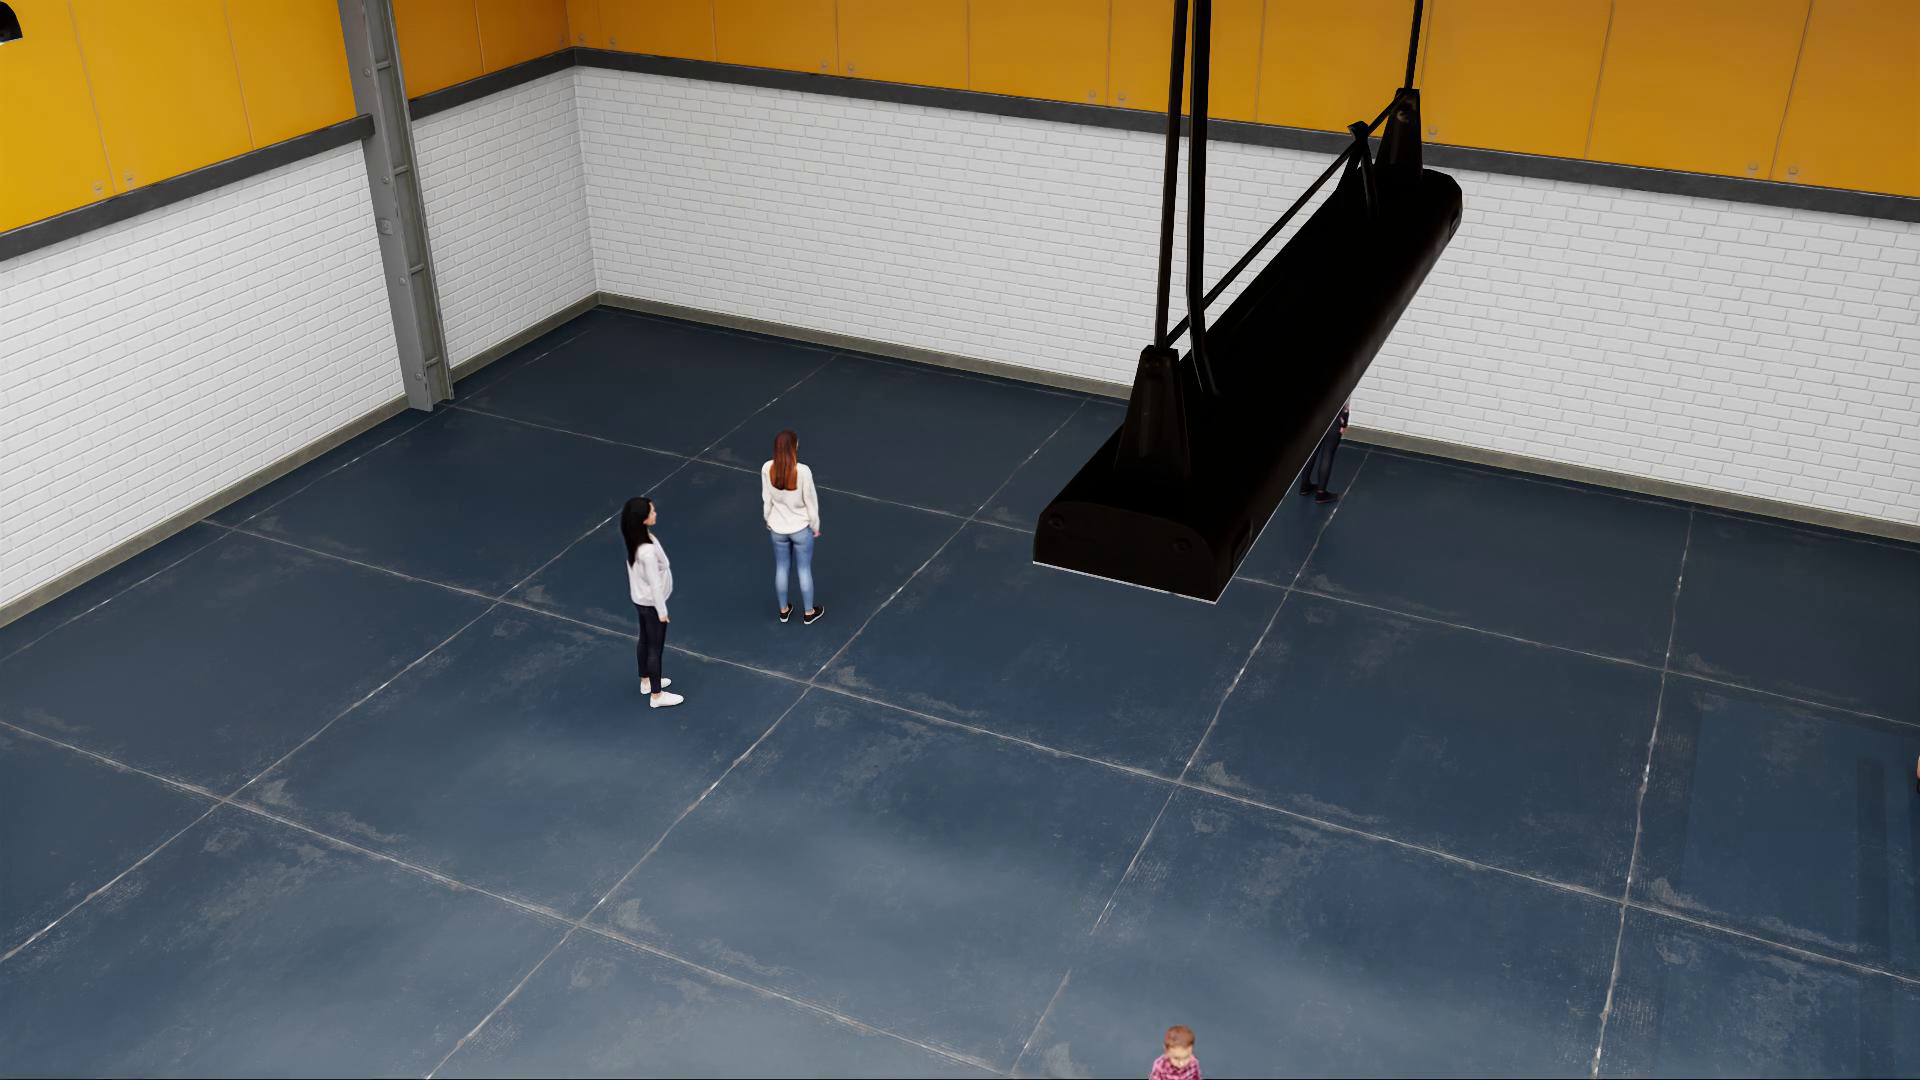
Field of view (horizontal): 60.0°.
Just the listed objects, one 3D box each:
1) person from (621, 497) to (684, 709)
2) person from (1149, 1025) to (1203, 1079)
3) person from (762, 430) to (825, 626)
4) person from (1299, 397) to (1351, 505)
[{"bbox_3d":[-2.306,0.440,12.318,0.738,1.700,0.706,-14,32,-24],"label":"person"},{"bbox_3d":[1.096,2.863,8.592,0.610,1.013,0.710,-5,29,-8],"label":"person"},{"bbox_3d":[-1.344,-0.105,13.325,0.646,1.691,0.591,8,30,15],"label":"person"},{"bbox_3d":[3.358,-1.138,15.228,0.684,1.684,0.654,-15,32,-25],"label":"person"}]
